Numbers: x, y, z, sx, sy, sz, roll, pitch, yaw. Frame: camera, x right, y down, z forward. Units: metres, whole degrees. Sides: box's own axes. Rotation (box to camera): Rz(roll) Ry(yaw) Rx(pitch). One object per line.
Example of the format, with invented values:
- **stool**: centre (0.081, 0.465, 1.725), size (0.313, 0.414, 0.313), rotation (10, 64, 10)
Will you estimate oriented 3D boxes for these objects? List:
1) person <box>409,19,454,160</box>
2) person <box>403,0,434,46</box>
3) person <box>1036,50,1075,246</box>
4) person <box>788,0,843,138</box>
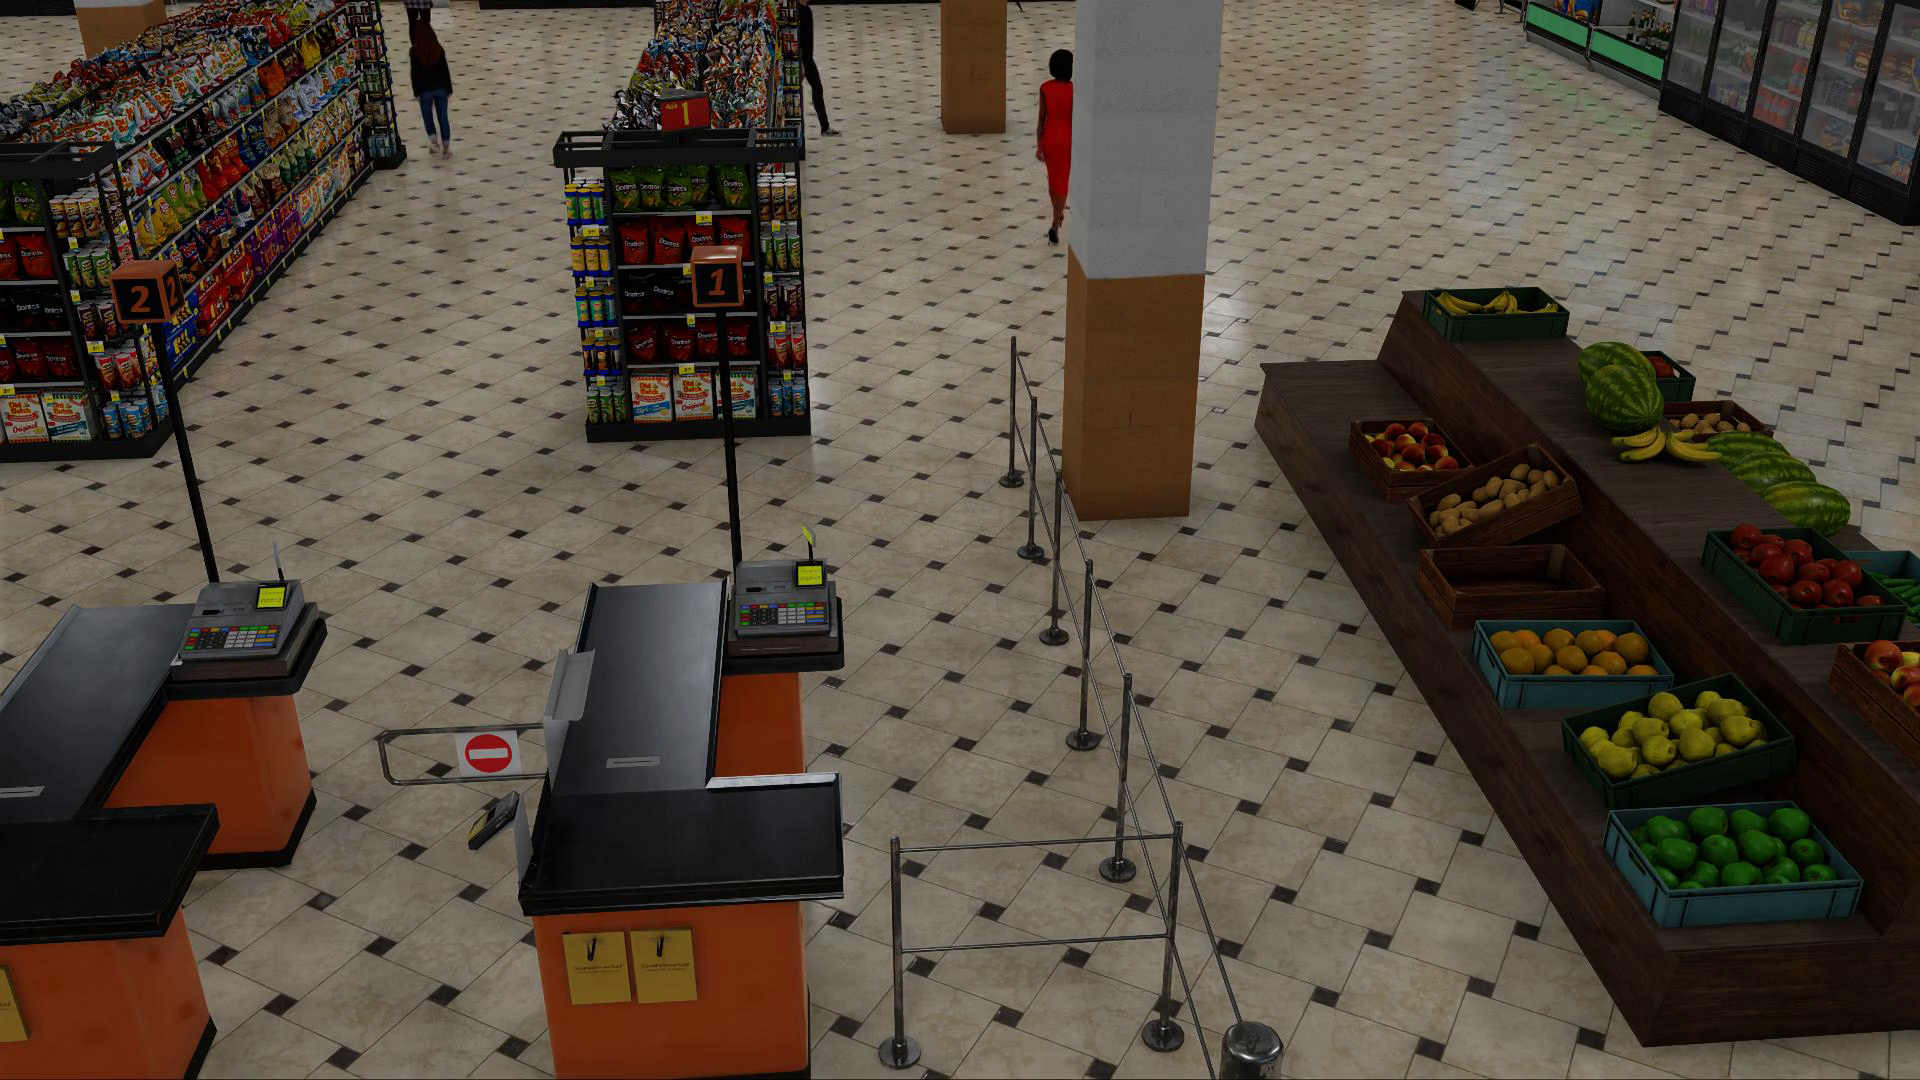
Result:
- **person**: centre (-5.699, -4.861, 17.996), size (0.692, 1.468, 0.716), rotation (-12, 29, -23)
- **person**: centre (-7.441, -7.425, 22.716), size (0.685, 1.772, 0.666), rotation (8, 28, 15)
- **person**: centre (0.887, -3.531, 15.098), size (0.834, 1.719, 1.058), rotation (8, 28, 16)
- **person**: centre (-1.879, -5.425, 18.759), size (1.028, 1.784, 1.195), rotation (8, 28, 15)
